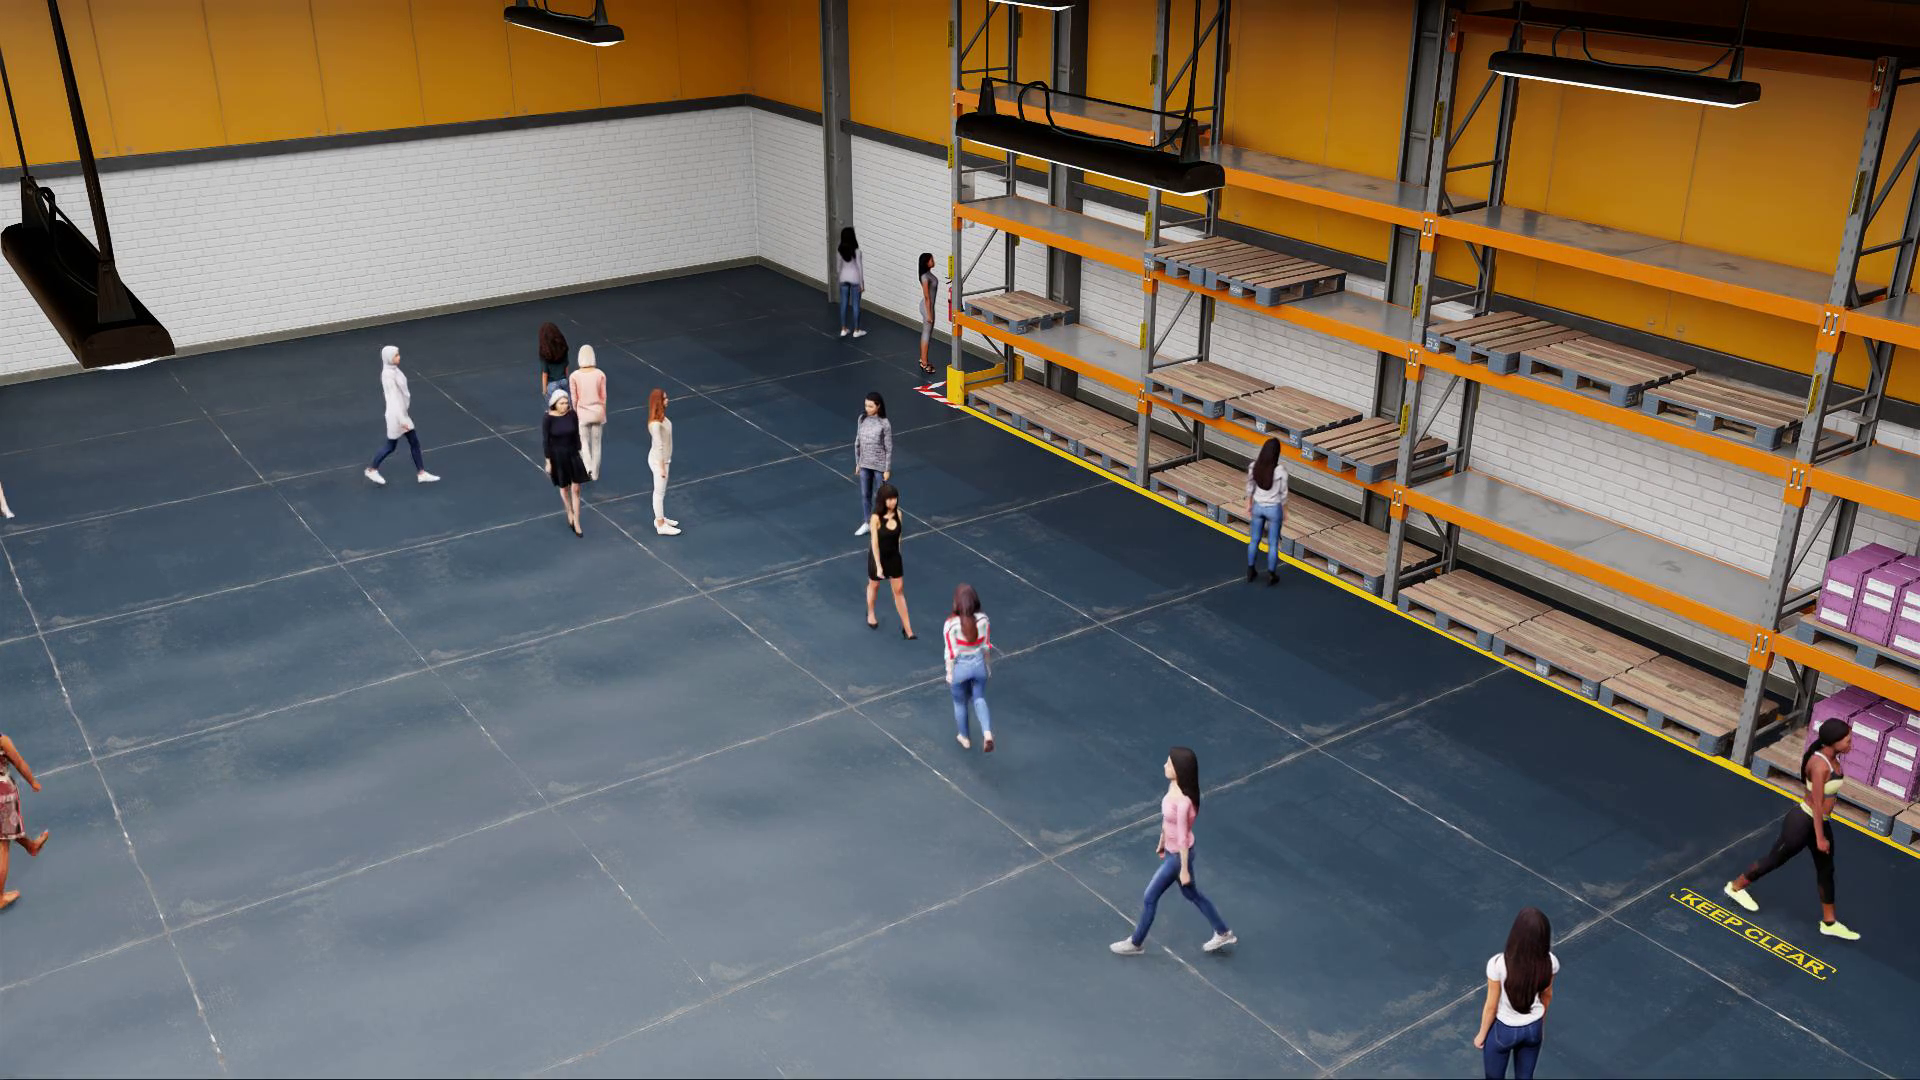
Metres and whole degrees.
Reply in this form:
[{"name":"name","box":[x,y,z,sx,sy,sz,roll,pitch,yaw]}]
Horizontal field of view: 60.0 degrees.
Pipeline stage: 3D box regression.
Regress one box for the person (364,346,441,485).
[{"name":"person","box":[-6.935,-1.473,20.225,1.064,1.742,1.139,-1,24,-2]}]

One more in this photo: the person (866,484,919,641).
[{"name":"person","box":[-0.806,0.200,16.570,0.569,1.603,1.033,-15,28,-30]}]

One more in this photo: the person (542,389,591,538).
[{"name":"person","box":[-4.532,-0.923,18.985,0.684,1.726,0.835,-11,26,-24]}]

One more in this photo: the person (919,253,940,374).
[{"name":"person","box":[-0.480,-3.354,24.478,0.734,1.781,0.637,0,24,-1]}]

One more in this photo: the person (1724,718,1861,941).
[{"name":"person","box":[6.090,2.073,12.157,0.672,1.707,1.189,-21,31,-39]}]

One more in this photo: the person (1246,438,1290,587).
[{"name":"person","box":[3.263,-0.311,17.705,0.589,1.631,0.735,13,27,28]}]

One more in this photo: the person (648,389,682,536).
[{"name":"person","box":[-3.427,-0.906,18.965,0.748,1.711,0.632,-3,24,-6]}]

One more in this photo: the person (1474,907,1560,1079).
[{"name":"person","box":[3.339,2.973,10.013,0.664,1.774,0.654,-4,24,-9]}]

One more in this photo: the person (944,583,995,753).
[{"name":"person","box":[0.098,1.150,14.401,0.724,1.599,0.901,-8,25,-17]}]

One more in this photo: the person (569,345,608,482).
[{"name":"person","box":[-4.505,-1.498,20.330,0.766,1.703,0.876,-6,24,-14]}]

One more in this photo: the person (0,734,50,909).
[{"name":"person","box":[-7.277,1.995,12.462,1.077,1.605,1.175,3,24,7]}]

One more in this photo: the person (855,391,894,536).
[{"name":"person","box":[-0.966,-0.861,18.832,0.612,1.736,0.743,12,26,26]}]

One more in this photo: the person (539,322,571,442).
[{"name":"person","box":[-5.285,-2.057,21.720,0.651,1.615,0.648,21,31,39]}]

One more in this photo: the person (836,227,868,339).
[{"name":"person","box":[-1.731,-4.061,26.153,0.623,1.735,0.747,11,26,24]}]

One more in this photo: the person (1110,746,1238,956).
[{"name":"person","box":[1.626,2.241,11.778,1.118,1.702,1.144,1,24,3]}]
